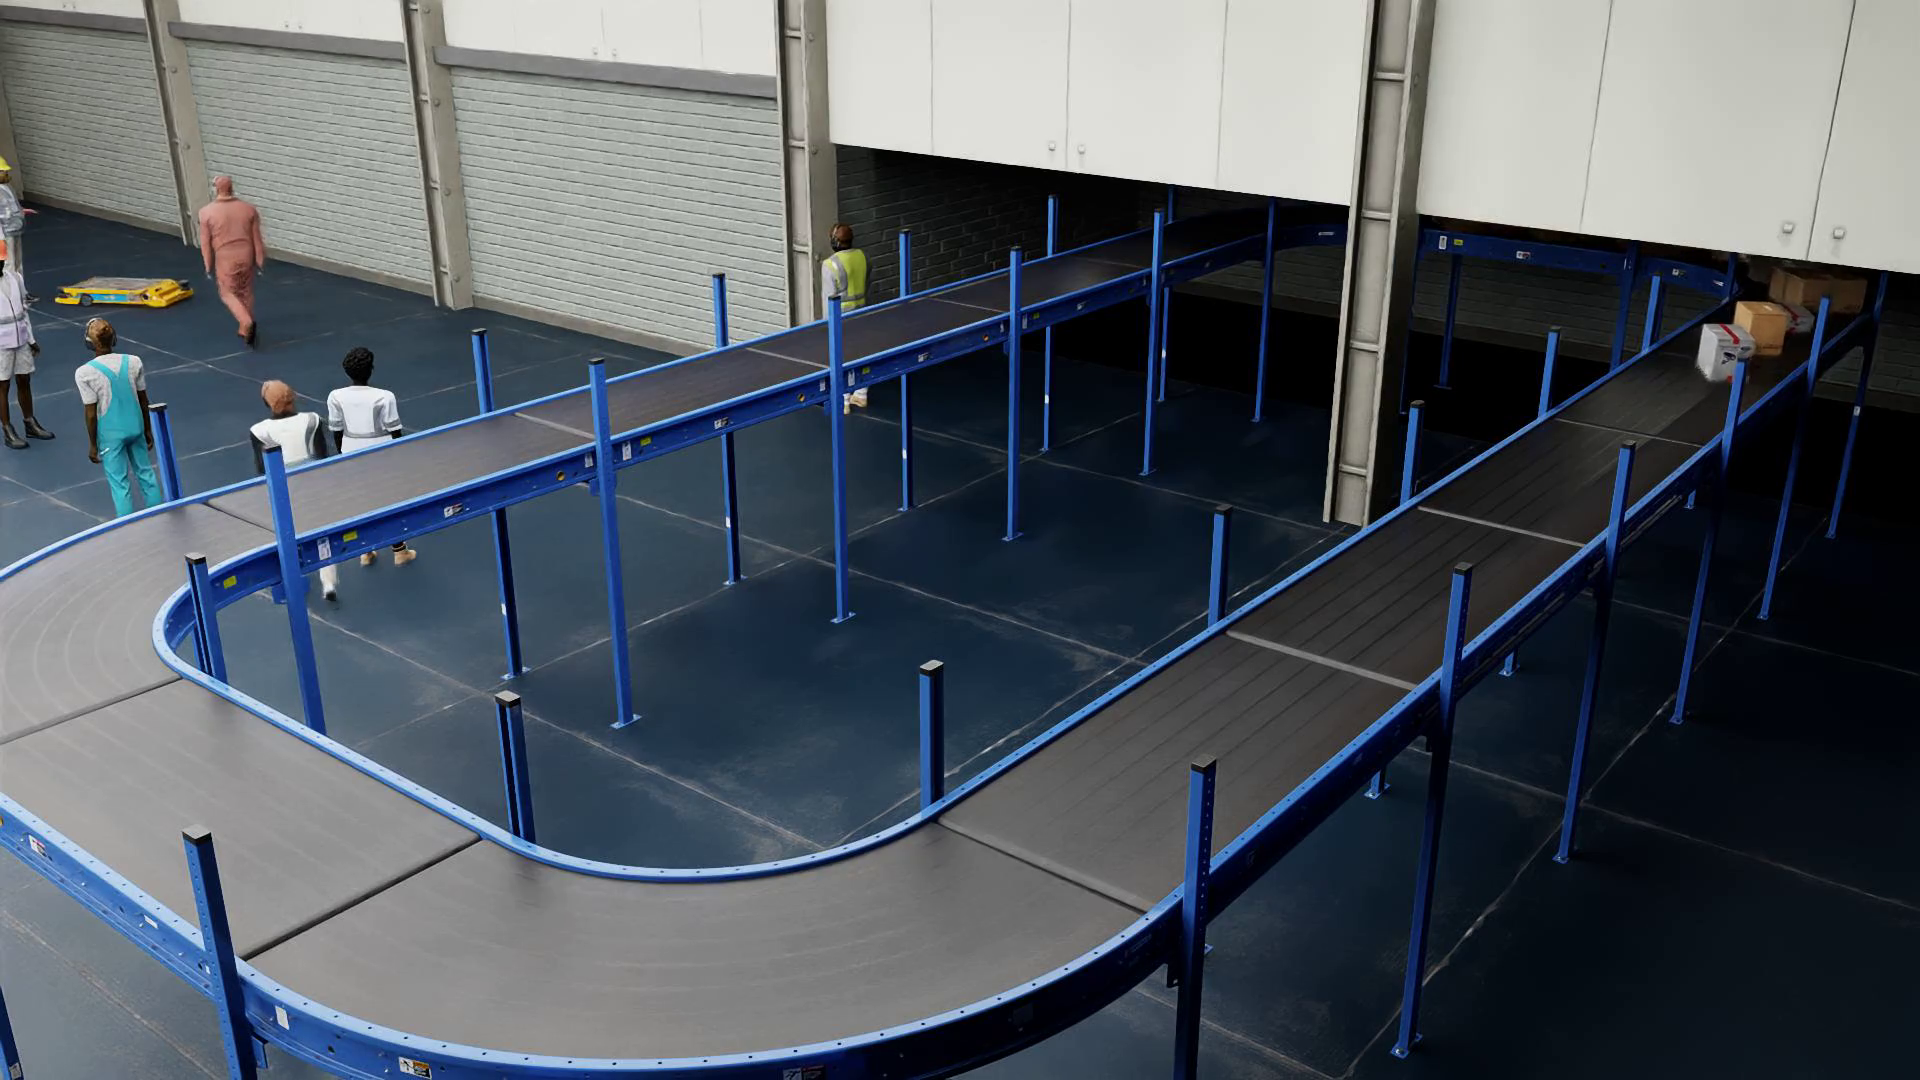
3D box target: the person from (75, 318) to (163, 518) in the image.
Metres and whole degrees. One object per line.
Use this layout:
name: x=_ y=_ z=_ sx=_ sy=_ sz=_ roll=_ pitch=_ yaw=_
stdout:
person: x=-6.399 y=-0.787 z=12.672 sx=0.345 sy=1.846 sz=0.506 roll=14 pitch=26 yaw=32

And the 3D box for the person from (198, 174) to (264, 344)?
person: x=-8.068 y=-3.114 z=18.521 sx=0.692 sy=1.888 sz=0.658 roll=20 pitch=29 yaw=41

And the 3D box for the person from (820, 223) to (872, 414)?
person: x=-1.125 y=-2.147 z=16.132 sx=0.430 sy=1.844 sz=0.624 roll=17 pitch=27 yaw=36

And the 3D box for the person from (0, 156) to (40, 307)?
person: x=-11.583 y=-3.765 z=20.254 sx=0.404 sy=1.830 sz=0.601 roll=-3 pitch=22 yaw=-8

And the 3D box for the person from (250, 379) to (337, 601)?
person: x=-4.749 y=-0.366 z=11.929 sx=0.512 sy=1.599 sz=0.833 roll=-11 pitch=24 yaw=-26

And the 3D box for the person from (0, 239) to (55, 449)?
person: x=-8.646 y=-1.805 z=15.139 sx=0.376 sy=1.934 sz=0.546 roll=9 pitch=23 yaw=21

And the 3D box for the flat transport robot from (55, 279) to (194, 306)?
flat transport robot: x=-10.363 y=-3.084 z=20.622 sx=1.431 sy=0.197 sz=0.652 roll=2 pitch=22 yaw=5

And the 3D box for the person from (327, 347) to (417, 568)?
person: x=-4.390 y=-0.607 z=12.413 sx=0.540 sy=1.696 sz=0.316 roll=0 pitch=21 yaw=1
